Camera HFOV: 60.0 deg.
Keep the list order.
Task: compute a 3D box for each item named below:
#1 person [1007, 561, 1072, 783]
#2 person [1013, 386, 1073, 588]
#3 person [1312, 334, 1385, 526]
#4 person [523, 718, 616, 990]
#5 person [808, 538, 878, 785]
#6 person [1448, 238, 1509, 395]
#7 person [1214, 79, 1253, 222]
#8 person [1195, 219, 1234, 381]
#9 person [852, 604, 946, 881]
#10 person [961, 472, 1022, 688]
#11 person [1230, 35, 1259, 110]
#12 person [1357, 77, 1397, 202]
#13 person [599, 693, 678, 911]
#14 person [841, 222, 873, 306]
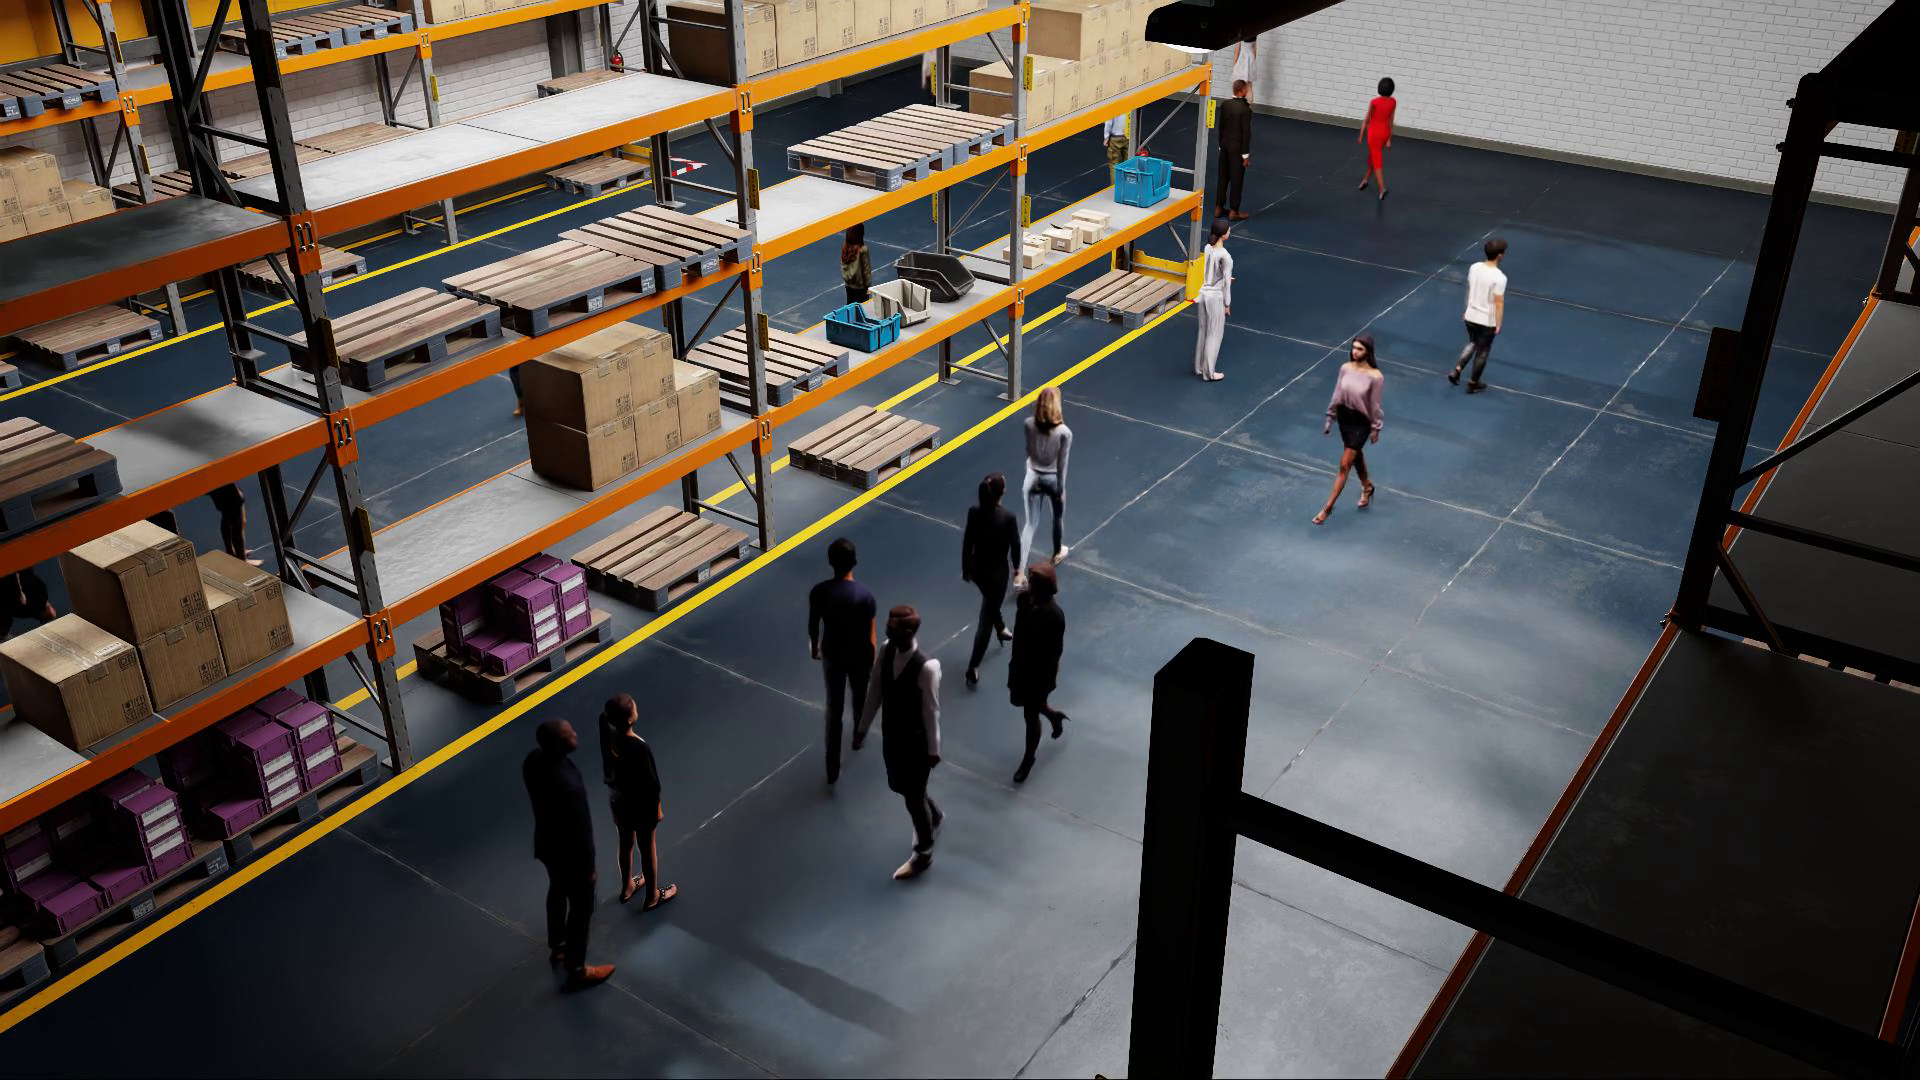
[{"bbox_3d":[0.558,0.870,11.633,0.906,1.689,0.750,-22,36,-34],"label":"person"},{"bbox_3d":[0.658,-0.419,13.924,0.737,1.758,1.199,13,31,22],"label":"person"},{"bbox_3d":[3.611,-1.010,15.016,1.161,1.752,0.803,-24,37,-36],"label":"person"},{"bbox_3d":[-2.330,1.813,9.775,0.714,1.815,0.760,-19,34,-31],"label":"person"},{"bbox_3d":[-0.828,0.872,11.568,1.026,1.749,1.255,3,29,6],"label":"person"},{"bbox_3d":[5.435,-2.342,17.501,0.856,1.710,0.789,-16,32,-26],"label":"person"},{"bbox_3d":[3.759,-5.364,22.838,0.716,1.904,0.754,-21,35,-33],"label":"person"},{"bbox_3d":[2.721,-2.588,17.889,0.676,1.771,0.665,-13,31,-23],"label":"person"},{"bbox_3d":[-0.283,1.222,10.735,0.800,1.932,0.965,24,37,37],"label":"person"},{"bbox_3d":[0.200,0.333,12.651,0.657,1.657,1.085,14,31,23],"label":"person"},{"bbox_3d":[4.684,-7.785,27.412,0.756,1.774,0.836,-10,30,-18],"label":"person"},{"bbox_3d":[5.943,-5.623,23.528,1.098,1.698,1.015,-11,30,-19],"label":"person"},{"bbox_3d":[-2.053,1.617,10.405,0.568,1.555,0.569,14,32,25],"label":"person"},{"bbox_3d":[-1.166,-2.889,18.749,0.544,1.474,0.608,-25,37,-38],"label":"person"}]
